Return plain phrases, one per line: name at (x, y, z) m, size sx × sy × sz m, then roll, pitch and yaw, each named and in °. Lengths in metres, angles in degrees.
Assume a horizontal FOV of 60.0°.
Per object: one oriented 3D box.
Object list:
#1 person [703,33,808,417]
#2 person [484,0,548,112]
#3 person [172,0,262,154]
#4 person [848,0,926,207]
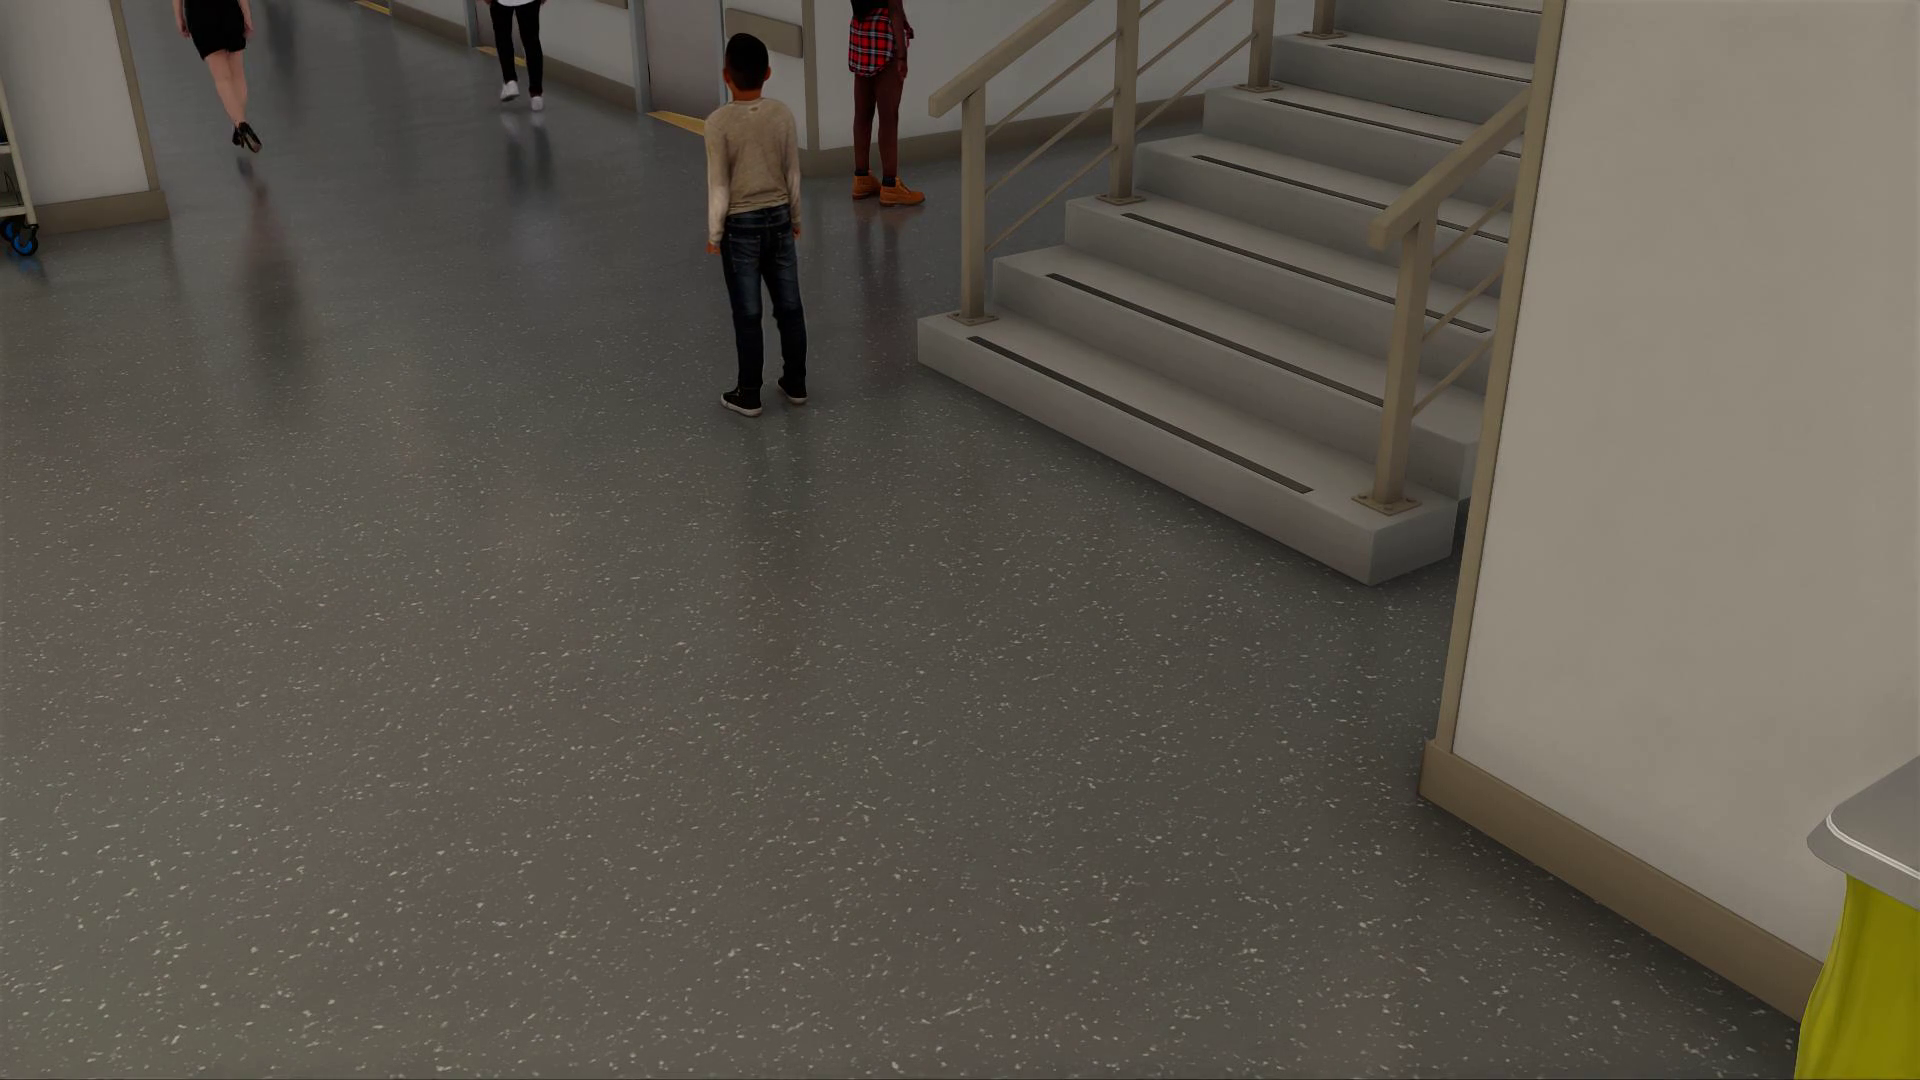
person at (-0.792, -1.213, 6.475) m, size 0.430 × 1.463 × 0.615 m, roll -16°, pitch 30°, yaw -30°
person at (-3.169, -3.977, 11.832) m, size 0.667 × 1.788 × 0.766 m, roll -11°, pitch 28°, yaw -21°
person at (-4.614, -3.198, 10.362) m, size 0.959 × 1.662 × 0.648 m, roll -16°, pitch 30°, yaw -30°
person at (-0.463, -2.787, 9.434) m, size 0.582 × 1.728 × 0.602 m, roll -18°, pitch 31°, yaw -32°
